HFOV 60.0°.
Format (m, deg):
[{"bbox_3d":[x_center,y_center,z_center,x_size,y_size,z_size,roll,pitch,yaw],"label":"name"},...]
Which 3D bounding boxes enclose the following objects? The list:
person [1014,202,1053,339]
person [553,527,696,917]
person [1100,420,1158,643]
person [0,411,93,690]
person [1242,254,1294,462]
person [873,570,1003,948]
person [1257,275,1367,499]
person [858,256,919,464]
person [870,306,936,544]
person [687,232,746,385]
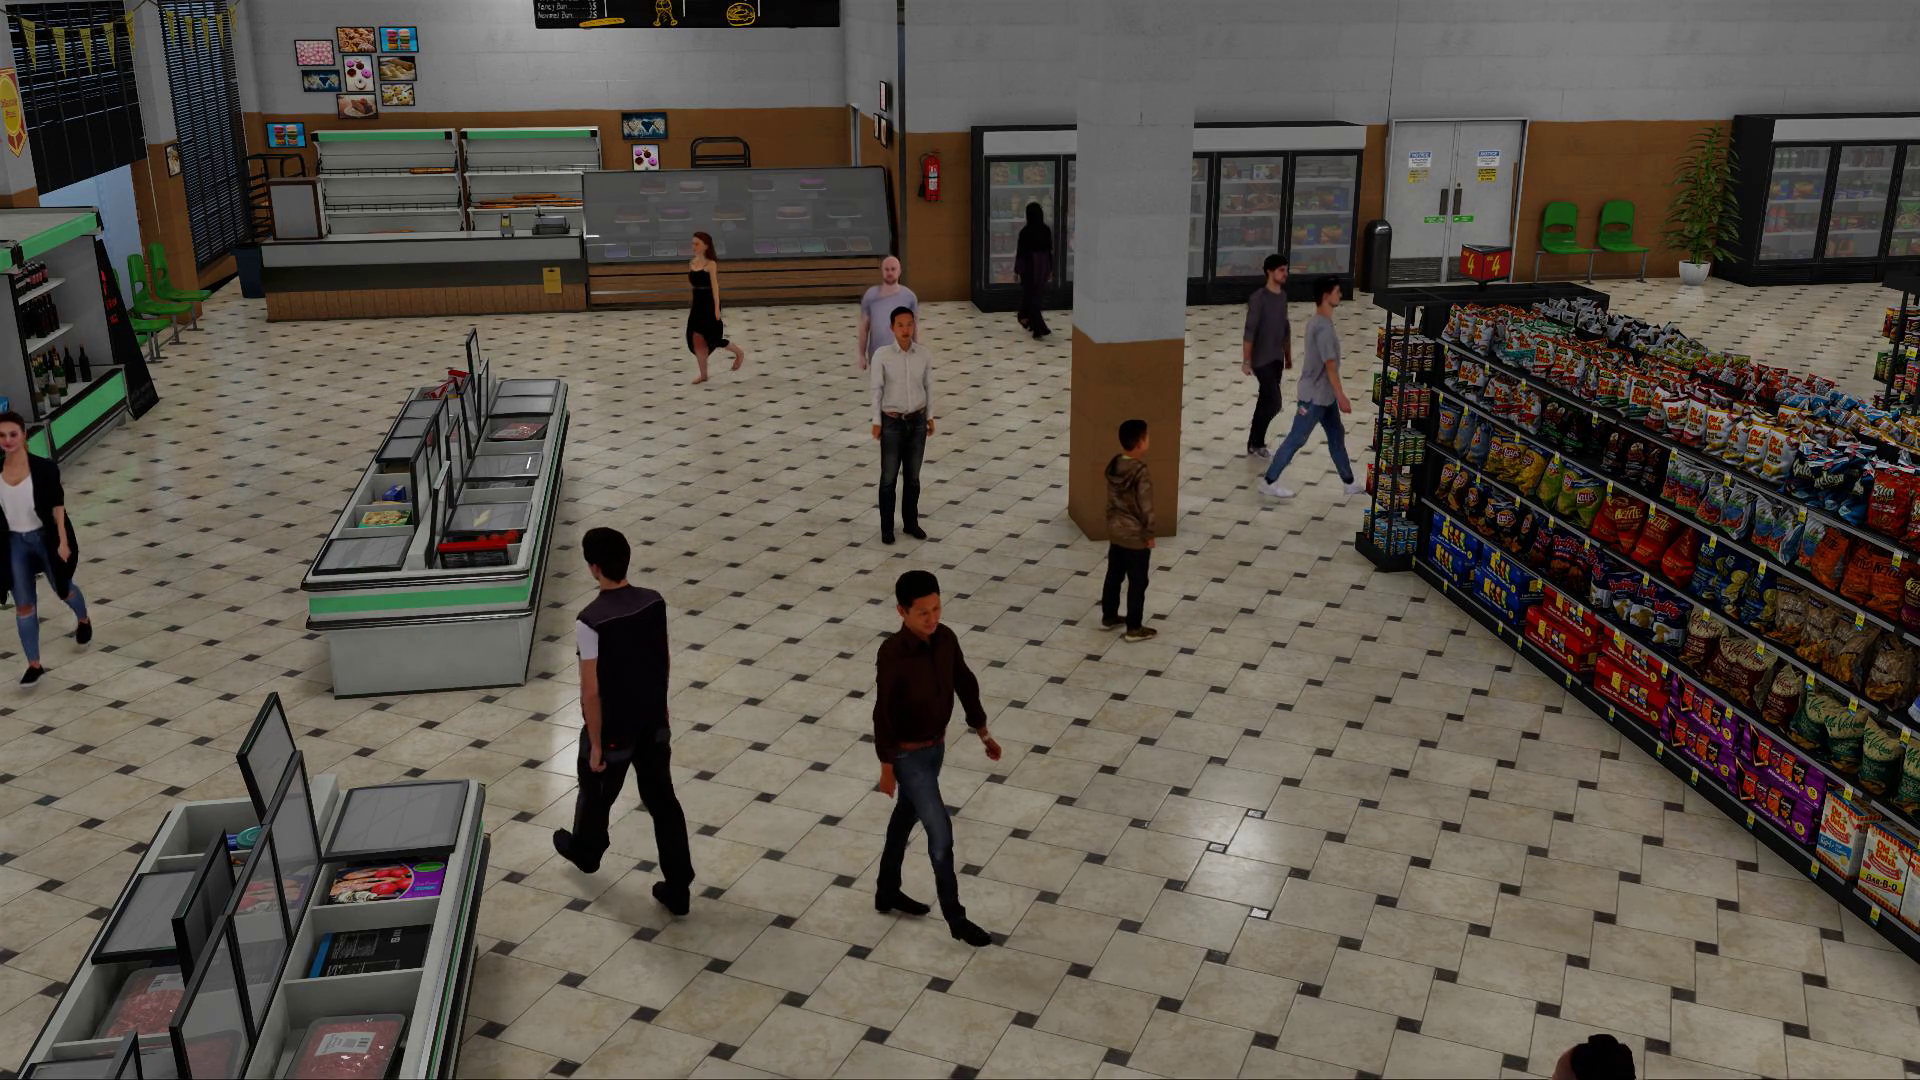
[{"bbox_3d":[0.923,-3.220,19.927,0.852,1.605,1.187,-10,21,-26],"label":"person"},{"bbox_3d":[-1.435,0.867,7.485,1.086,1.809,1.226,-17,25,-41],"label":"person"},{"bbox_3d":[1.091,-0.070,10.822,0.744,1.453,0.644,-13,23,-34],"label":"person"},{"bbox_3d":[-5.666,0.012,10.284,0.613,1.642,1.125,-3,19,-10],"label":"person"},{"bbox_3d":[2.667,-1.628,14.836,0.859,1.839,0.817,15,24,38],"label":"person"},{"bbox_3d":[-0.274,0.933,7.391,1.053,1.744,1.011,9,21,26],"label":"person"},{"bbox_3d":[2.819,-1.187,13.531,1.060,1.839,1.248,4,19,11],"label":"person"},{"bbox_3d":[-0.630,-1.624,14.918,0.881,1.781,1.314,1,19,3],"label":"person"},{"bbox_3d":[-0.443,-0.892,12.700,0.698,1.811,0.609,-7,20,-19],"label":"person"},{"bbox_3d":[-2.630,-2.463,17.686,0.932,1.601,0.949,16,24,40],"label":"person"}]
